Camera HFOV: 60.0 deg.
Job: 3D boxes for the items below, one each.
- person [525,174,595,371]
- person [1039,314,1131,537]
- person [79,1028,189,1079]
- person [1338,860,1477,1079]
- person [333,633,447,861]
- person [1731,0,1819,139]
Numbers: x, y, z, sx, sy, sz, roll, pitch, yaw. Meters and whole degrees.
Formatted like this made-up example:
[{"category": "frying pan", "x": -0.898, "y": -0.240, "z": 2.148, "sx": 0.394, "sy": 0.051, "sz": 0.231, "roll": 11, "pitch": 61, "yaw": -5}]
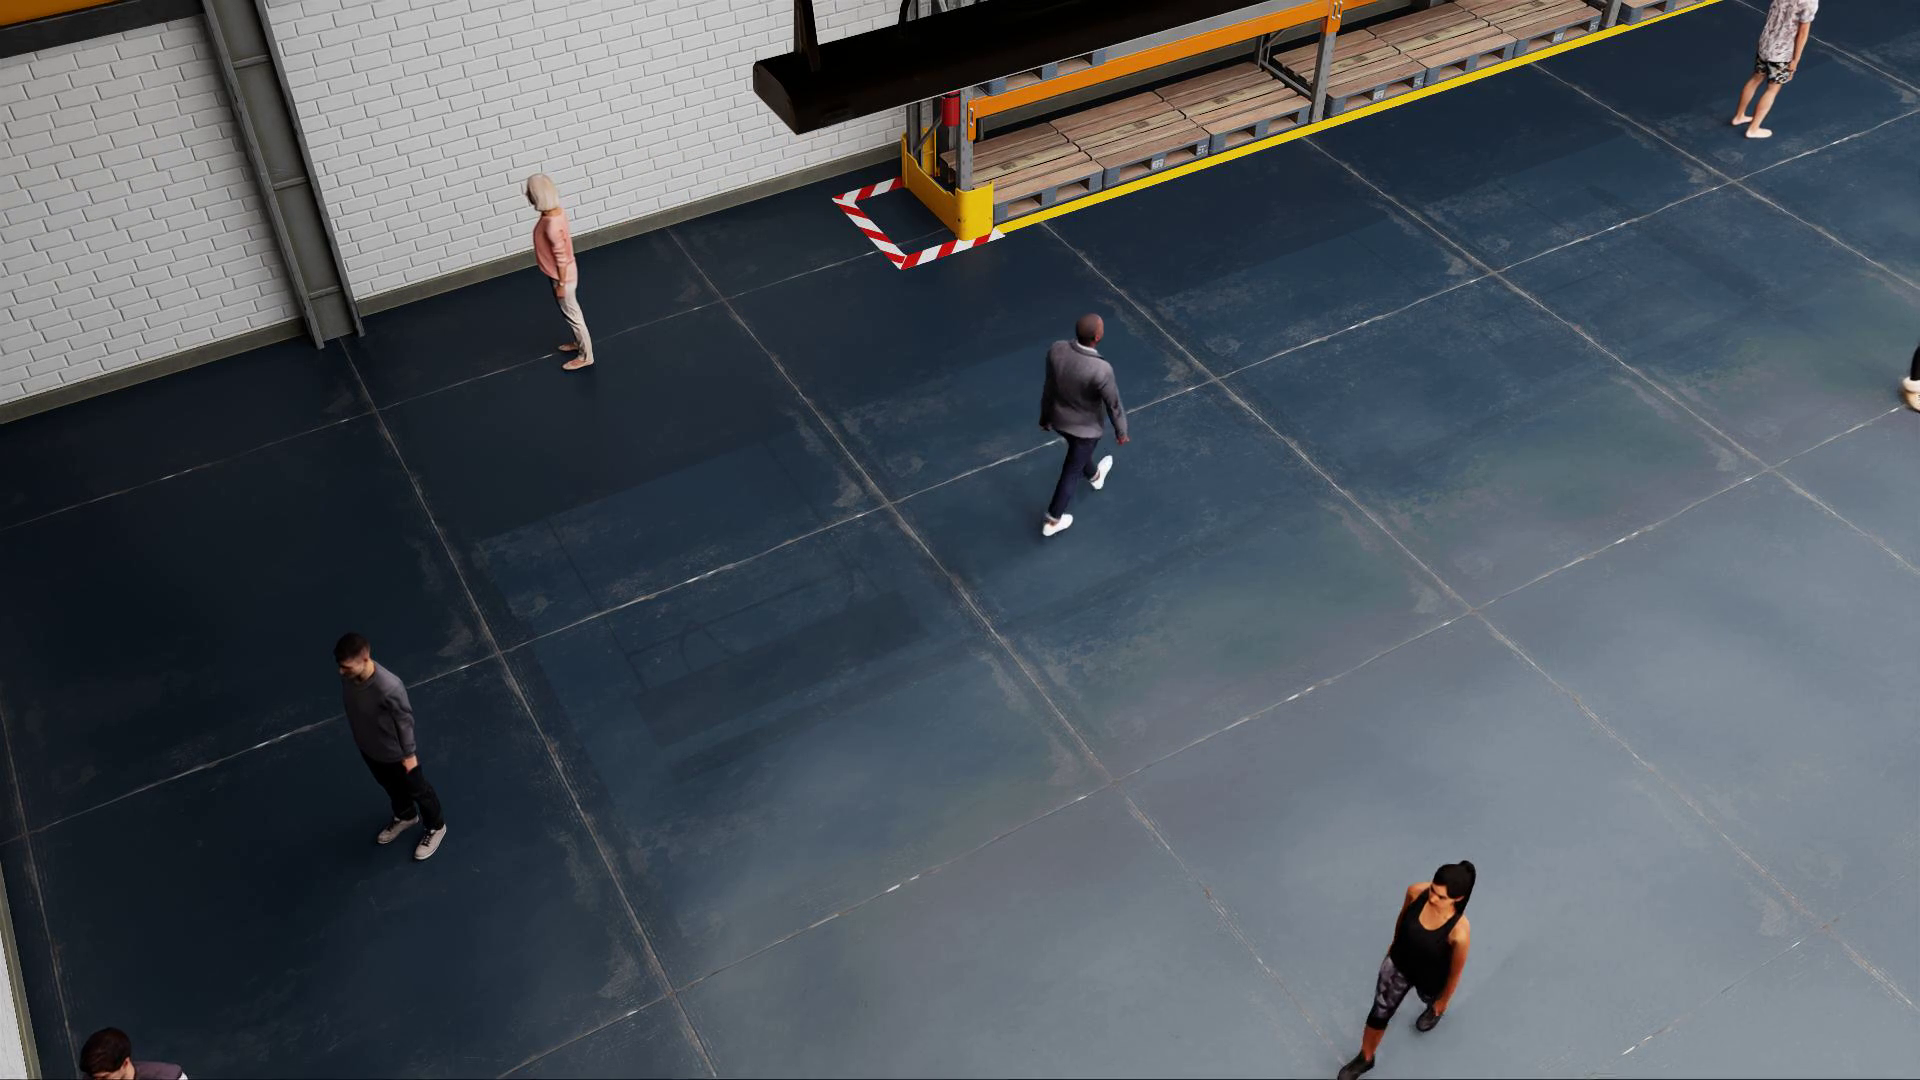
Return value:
[{"category": "person", "x": -3.131, "y": -2.108, "z": 13.038, "sx": 0.597, "sy": 1.725, "sz": 0.651, "roll": -12, "pitch": 45, "yaw": -12}, {"category": "person", "x": 0.761, "y": -0.752, "z": 11.580, "sx": 0.948, "sy": 1.770, "sz": 1.198, "roll": 33, "pitch": 53, "yaw": 30}, {"category": "person", "x": -3.697, "y": 2.818, "z": 7.777, "sx": 0.701, "sy": 1.848, "sz": 0.816, "roll": 1, "pitch": 44, "yaw": 1}, {"category": "person", "x": 2.451, "y": 2.179, "z": 8.611, "sx": 1.090, "sy": 1.623, "sz": 0.701, "roll": -29, "pitch": 51, "yaw": -27}, {"category": "person", "x": -3.303, "y": 1.156, "z": 9.581, "sx": 0.702, "sy": 1.766, "sz": 0.717, "roll": 20, "pitch": 47, "yaw": 20}, {"category": "person", "x": 7.711, "y": -4.668, "z": 15.661, "sx": 0.640, "sy": 1.811, "sz": 0.713, "roll": -13, "pitch": 45, "yaw": -14}]
